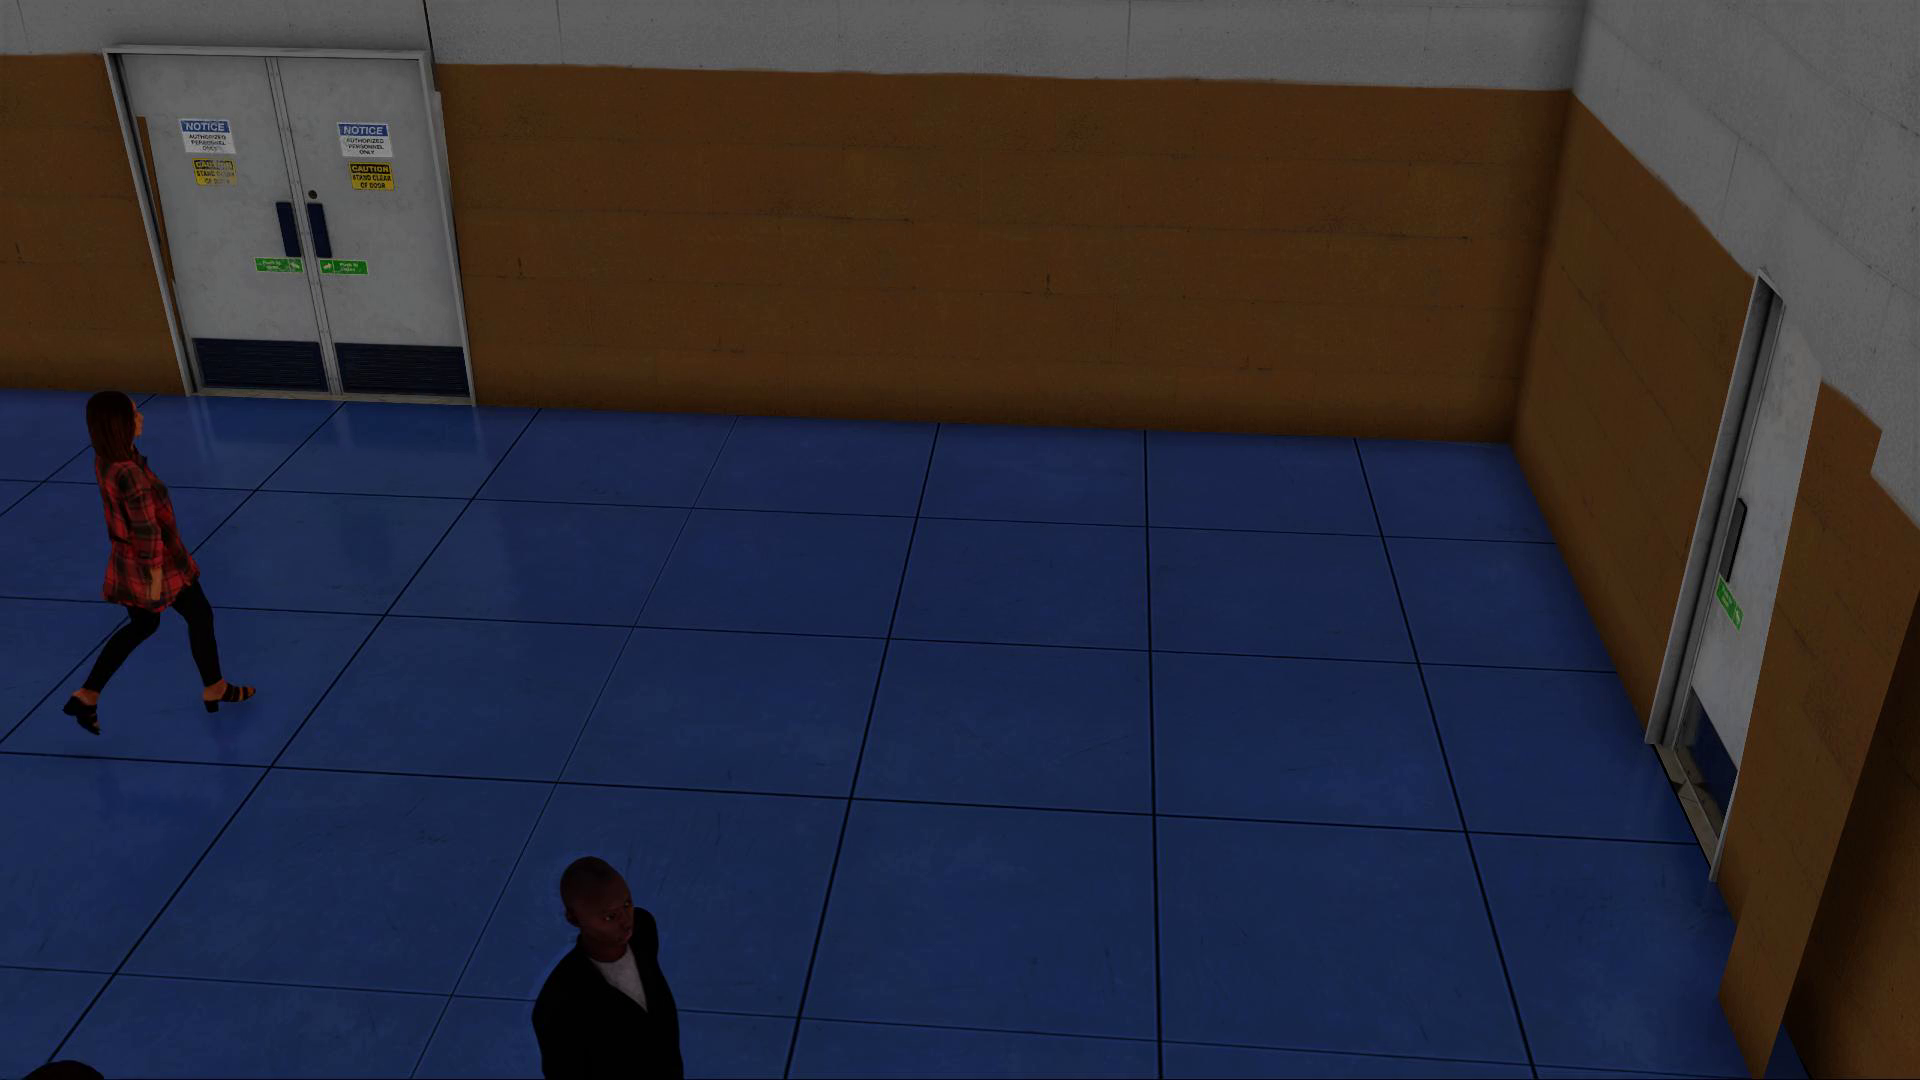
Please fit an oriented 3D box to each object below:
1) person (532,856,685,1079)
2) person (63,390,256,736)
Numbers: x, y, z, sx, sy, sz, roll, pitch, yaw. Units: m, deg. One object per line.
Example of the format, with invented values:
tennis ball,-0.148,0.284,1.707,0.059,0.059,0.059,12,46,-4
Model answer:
person,-0.959,1.595,4.674,0.775,1.761,0.612,12,31,21
person,-3.699,0.145,7.417,0.982,1.675,1.111,25,37,37
